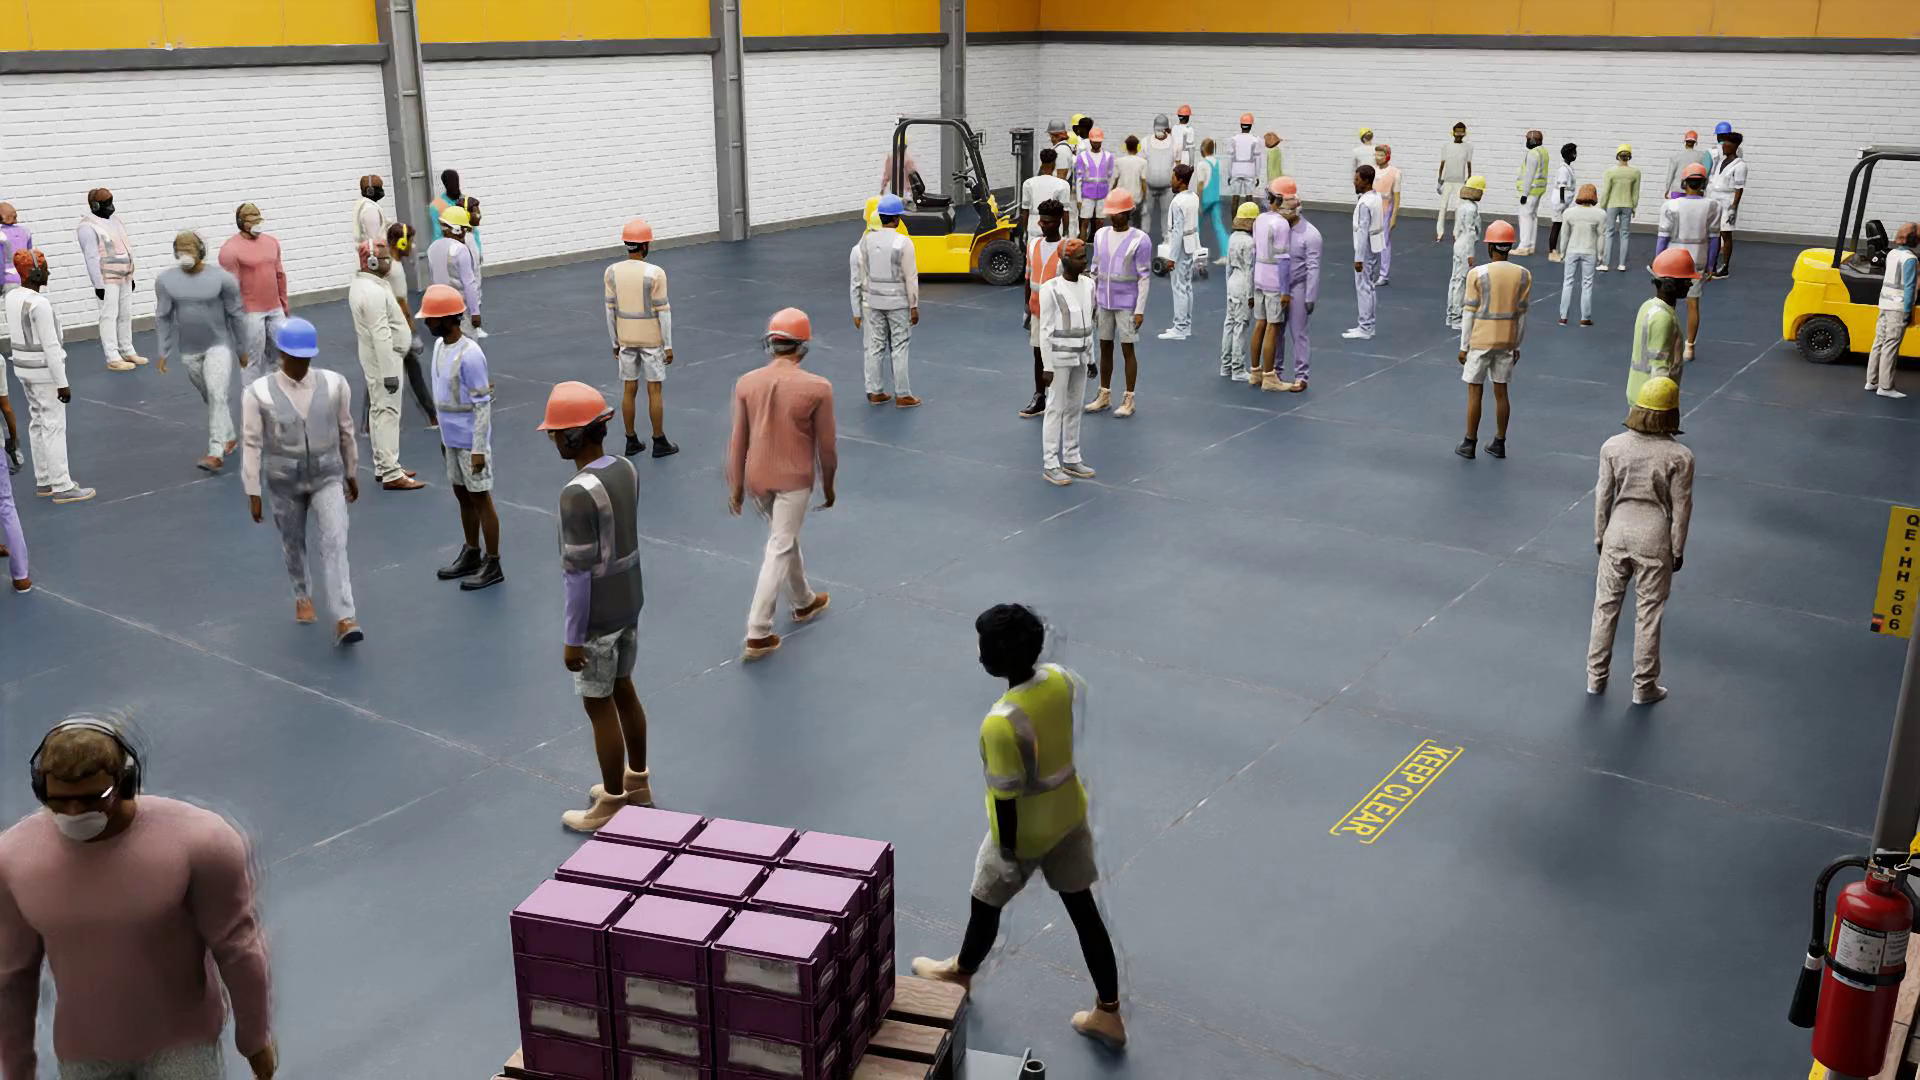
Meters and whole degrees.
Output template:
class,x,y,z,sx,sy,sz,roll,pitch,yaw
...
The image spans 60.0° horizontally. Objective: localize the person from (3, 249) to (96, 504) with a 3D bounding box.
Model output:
class,x,y,z,sx,sy,sz,roll,pitch,yaw
person,-6.781,-1.207,12.301,0.581,1.879,0.344,14,22,37

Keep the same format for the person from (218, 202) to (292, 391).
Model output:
class,x,y,z,sx,sy,sz,roll,pitch,yaw
person,-6.239,-2.031,14.803,0.357,1.929,0.628,8,19,24

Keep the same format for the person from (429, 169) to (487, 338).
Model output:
class,x,y,z,sx,sy,sz,roll,pitch,yaw
person,-5.655,-3.199,18.526,0.710,1.881,0.621,10,20,29

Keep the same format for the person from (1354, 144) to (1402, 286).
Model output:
class,x,y,z,sx,sy,sz,roll,pitch,yaw
person,5.564,-4.297,22.013,0.376,1.841,0.571,-12,21,-32

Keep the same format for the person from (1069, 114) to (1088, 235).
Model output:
class,x,y,z,sx,sy,sz,roll,pitch,yaw
person,1.921,-5.904,26.909,0.374,1.924,0.594,7,19,22

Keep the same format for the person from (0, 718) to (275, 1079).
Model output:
class,x,y,z,sx,sy,sz,roll,pitch,yaw
person,-2.134,1.332,4.286,0.664,1.915,0.505,-2,18,-5

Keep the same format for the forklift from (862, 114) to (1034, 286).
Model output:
class,x,y,z,sx,sy,sz,roll,pitch,yaw
forklift,-0.171,-4.594,22.377,2.313,2.155,1.214,1,18,3

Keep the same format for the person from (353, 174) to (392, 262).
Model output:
class,x,y,z,sx,sy,sz,roll,pitch,yaw
person,-6.332,-3.040,18.086,0.429,1.842,0.629,-9,20,-26

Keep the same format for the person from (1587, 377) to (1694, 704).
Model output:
class,x,y,z,sx,sy,sz,roll,pitch,yaw
person,3.570,0.002,8.733,0.485,1.744,0.295,14,23,38

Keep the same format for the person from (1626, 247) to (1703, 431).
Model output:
class,x,y,z,sx,sy,sz,roll,pitch,yaw
person,4.684,-0.942,11.198,0.372,2.044,0.607,4,18,12

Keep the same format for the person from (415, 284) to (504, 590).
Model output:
class,x,y,z,sx,sy,sz,roll,pitch,yaw
person,-3.135,-0.641,10.433,0.376,1.934,0.547,-15,23,-39

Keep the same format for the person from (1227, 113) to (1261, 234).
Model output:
class,x,y,z,sx,sy,sz,roll,pitch,yaw
person,4.605,-5.942,27.008,0.547,1.938,0.379,6,19,17

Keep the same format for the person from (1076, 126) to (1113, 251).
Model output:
class,x,y,z,sx,sy,sz,roll,pitch,yaw
person,1.944,-4.968,23.963,0.548,1.935,0.376,-4,18,-11

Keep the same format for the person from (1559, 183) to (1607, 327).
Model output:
class,x,y,z,sx,sy,sz,roll,pitch,yaw
person,7.169,-3.283,19.186,0.498,1.633,0.289,10,20,27

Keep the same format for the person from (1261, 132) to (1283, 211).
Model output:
class,x,y,z,sx,sy,sz,roll,pitch,yaw
person,5.136,-5.868,27.295,0.395,1.606,0.539,10,20,29

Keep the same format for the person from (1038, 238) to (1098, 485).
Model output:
class,x,y,z,sx,sy,sz,roll,pitch,yaw
person,0.842,-1.379,12.822,0.351,1.884,0.581,17,24,42

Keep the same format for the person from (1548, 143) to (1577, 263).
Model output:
class,x,y,z,sx,sy,sz,roll,pitch,yaw
person,8.732,-4.886,24.094,0.321,1.697,0.529,8,19,23

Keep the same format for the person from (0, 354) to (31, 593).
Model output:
class,x,y,z,sx,sy,sz,roll,pitch,yaw
person,-6.090,-0.550,10.282,0.508,1.858,0.326,-11,21,-31

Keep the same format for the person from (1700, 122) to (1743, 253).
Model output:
class,x,y,z,sx,sy,sz,roll,pitch,yaw
person,11.332,-5.255,24.863,0.604,1.939,0.416,-2,18,-6

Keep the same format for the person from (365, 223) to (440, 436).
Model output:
class,x,y,z,sx,sy,sz,roll,pitch,yaw
person,-4.745,-1.795,14.225,0.912,1.814,0.531,-8,19,-22

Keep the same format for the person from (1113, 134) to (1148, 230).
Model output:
class,x,y,z,sx,sy,sz,roll,pitch,yaw
person,2.416,-4.854,23.778,0.569,1.867,0.609,6,19,19

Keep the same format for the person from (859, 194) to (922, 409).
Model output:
class,x,y,z,sx,sy,sz,roll,pitch,yaw
person,-0.634,-2.166,15.179,0.605,1.949,0.384,11,21,31

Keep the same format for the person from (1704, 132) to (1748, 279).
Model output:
class,x,y,z,sx,sy,sz,roll,pitch,yaw
person,10.385,-4.552,22.617,0.367,1.965,0.607,-3,18,-8

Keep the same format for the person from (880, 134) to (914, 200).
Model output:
class,x,y,z,sx,sy,sz,roll,pitch,yaw
person,-0.935,-5.435,25.777,0.527,1.722,0.864,17,24,42

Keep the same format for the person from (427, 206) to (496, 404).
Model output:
class,x,y,z,sx,sy,sz,roll,pitch,yaw
person,-4.607,-2.151,15.339,0.589,1.822,0.403,14,23,38

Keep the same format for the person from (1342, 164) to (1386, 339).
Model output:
class,x,y,z,sx,sy,sz,roll,pitch,yaw
person,4.511,-3.191,18.458,0.390,1.911,0.591,8,19,24

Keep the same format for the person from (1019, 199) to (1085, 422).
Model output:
class,x,y,z,sx,sy,sz,roll,pitch,yaw
person,0.803,-2.029,14.722,0.612,1.965,0.362,13,22,36

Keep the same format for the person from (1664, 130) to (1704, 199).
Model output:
class,x,y,z,sx,sy,sz,roll,pitch,yaw
person,11.225,-5.453,25.775,0.576,1.749,0.335,4,18,12

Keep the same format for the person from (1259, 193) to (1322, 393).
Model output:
class,x,y,z,sx,sy,sz,roll,pitch,yaw
person,3.124,-2.363,15.900,0.402,1.895,0.662,-15,23,-39

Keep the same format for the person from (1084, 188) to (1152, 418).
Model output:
class,x,y,z,sx,sy,sz,roll,pitch,yaw
person,1.401,-2.115,14.874,0.607,2.041,0.377,14,22,36

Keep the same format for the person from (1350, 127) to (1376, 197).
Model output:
class,x,y,z,sx,sy,sz,roll,pitch,yaw
person,6.573,-5.796,26.914,0.550,1.718,0.734,2,18,6

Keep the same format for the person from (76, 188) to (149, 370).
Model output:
class,x,y,z,sx,sy,sz,roll,pitch,yaw
person,-8.594,-2.643,16.868,0.429,1.837,0.629,2,18,5

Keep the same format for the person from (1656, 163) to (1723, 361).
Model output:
class,x,y,z,sx,sy,sz,roll,pitch,yaw
person,7.516,-2.875,17.261,0.605,2.034,0.388,4,18,12

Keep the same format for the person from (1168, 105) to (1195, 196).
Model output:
class,x,y,z,sx,sy,sz,roll,pitch,yaw
person,3.897,-6.643,29.202,0.553,1.935,0.362,16,24,41

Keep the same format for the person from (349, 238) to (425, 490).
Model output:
class,x,y,z,sx,sy,sz,roll,pitch,yaw
person,-4.366,-1.335,12.649,0.409,1.907,0.651,-9,20,-26

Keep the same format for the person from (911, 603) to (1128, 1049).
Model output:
class,x,y,z,sx,sy,sz,roll,pitch,yaw
person,0.233,0.981,5.834,0.893,1.638,0.542,14,22,36

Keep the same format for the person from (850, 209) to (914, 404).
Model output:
class,x,y,z,sx,sy,sz,roll,pitch,yaw
person,-0.716,-2.153,15.360,0.601,1.817,0.403,-6,19,-18

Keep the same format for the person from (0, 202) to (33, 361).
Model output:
class,x,y,z,sx,sy,sz,roll,pitch,yaw
person,-9.821,-2.690,17.319,0.307,1.641,0.514,4,18,13

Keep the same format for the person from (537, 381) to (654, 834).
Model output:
class,x,y,z,sx,sy,sz,roll,pitch,yaw
person,-1.604,0.305,7.328,0.410,2.031,0.611,3,18,10

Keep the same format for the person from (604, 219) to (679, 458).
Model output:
class,x,y,z,sx,sy,sz,roll,pitch,yaw
person,-2.584,-1.633,13.530,0.551,1.936,0.357,5,18,16

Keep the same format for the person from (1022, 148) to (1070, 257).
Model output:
class,x,y,z,sx,sy,sz,roll,pitch,yaw
person,1.037,-3.732,20.073,0.603,1.957,0.387,6,19,17

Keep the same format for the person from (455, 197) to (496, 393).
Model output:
class,x,y,z,sx,sy,sz,roll,pitch,yaw
person,-4.646,-2.317,15.803,0.321,1.862,0.506,-5,18,-14

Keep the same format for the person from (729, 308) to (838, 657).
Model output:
class,x,y,z,sx,sy,sz,roll,pitch,yaw
person,-1.024,-0.342,9.522,0.591,1.937,0.993,9,20,27

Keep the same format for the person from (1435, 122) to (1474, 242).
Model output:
class,x,y,z,sx,sy,sz,roll,pitch,yaw
person,7.750,-5.605,26.090,0.519,1.860,0.322,5,18,15

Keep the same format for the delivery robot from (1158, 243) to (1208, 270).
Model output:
class,x,y,z,sx,sy,sz,roll,pitch,yaw
delivery robot,3.046,-3.907,22.726,0.477,0.478,0.707,-15,23,-39

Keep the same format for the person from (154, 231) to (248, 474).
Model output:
class,x,y,z,sx,sy,sz,roll,pitch,yaw
person,-6.023,-1.498,13.216,0.635,1.880,1.043,-1,18,-2

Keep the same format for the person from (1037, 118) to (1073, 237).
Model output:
class,x,y,z,sx,sy,sz,roll,pitch,yaw
person,1.383,-5.087,24.168,0.535,2.000,0.687,2,18,7

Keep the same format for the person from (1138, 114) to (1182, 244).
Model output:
class,x,y,z,sx,sy,sz,roll,pitch,yaw
person,3.021,-5.434,25.254,0.673,2.000,0.535,1,18,4

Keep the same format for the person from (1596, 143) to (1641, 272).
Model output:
class,x,y,z,sx,sy,sz,roll,pitch,yaw
person,9.166,-4.623,23.175,0.535,1.759,0.322,0,18,-1

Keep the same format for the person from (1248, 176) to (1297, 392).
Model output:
class,x,y,z,sx,sy,sz,roll,pitch,yaw
person,3.011,-2.440,15.902,0.392,2.033,0.605,-5,18,-15

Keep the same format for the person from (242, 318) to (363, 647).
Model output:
class,x,y,z,sx,sy,sz,roll,pitch,yaw
person,-3.763,-0.330,9.542,0.652,1.875,1.040,-10,20,-28

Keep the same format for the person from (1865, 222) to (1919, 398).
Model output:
class,x,y,z,sx,sy,sz,roll,pitch,yaw
person,8.836,-2.170,15.698,0.307,1.637,0.512,2,18,5

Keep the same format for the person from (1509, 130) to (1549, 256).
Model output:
class,x,y,z,sx,sy,sz,roll,pitch,yaw
person,8.498,-5.165,24.761,0.429,1.829,0.646,12,21,32

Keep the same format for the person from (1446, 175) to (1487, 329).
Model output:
class,x,y,z,sx,sy,sz,roll,pitch,yaw
person,5.814,-3.289,19.039,0.312,1.736,0.483,1,18,3

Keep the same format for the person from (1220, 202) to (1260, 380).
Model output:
class,x,y,z,sx,sy,sz,roll,pitch,yaw
person,2.797,-2.454,16.414,0.308,1.743,0.494,-5,18,-15

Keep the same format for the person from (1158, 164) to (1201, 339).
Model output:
class,x,y,z,sx,sy,sz,roll,pitch,yaw
person,2.451,-3.184,18.416,0.391,1.917,0.593,8,19,22

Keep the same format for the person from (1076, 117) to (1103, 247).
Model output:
class,x,y,z,sx,sy,sz,roll,pitch,yaw
person,1.928,-5.509,25.606,0.606,1.967,0.367,-16,24,-42

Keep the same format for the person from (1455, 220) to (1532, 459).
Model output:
class,x,y,z,sx,sy,sz,roll,pitch,yaw
person,4.306,-1.615,13.502,0.539,1.929,0.395,-3,18,-10

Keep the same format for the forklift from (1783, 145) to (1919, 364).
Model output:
class,x,y,z,sx,sy,sz,roll,pitch,yaw
forklift,9.803,-2.879,17.013,2.313,2.155,1.214,12,21,33
